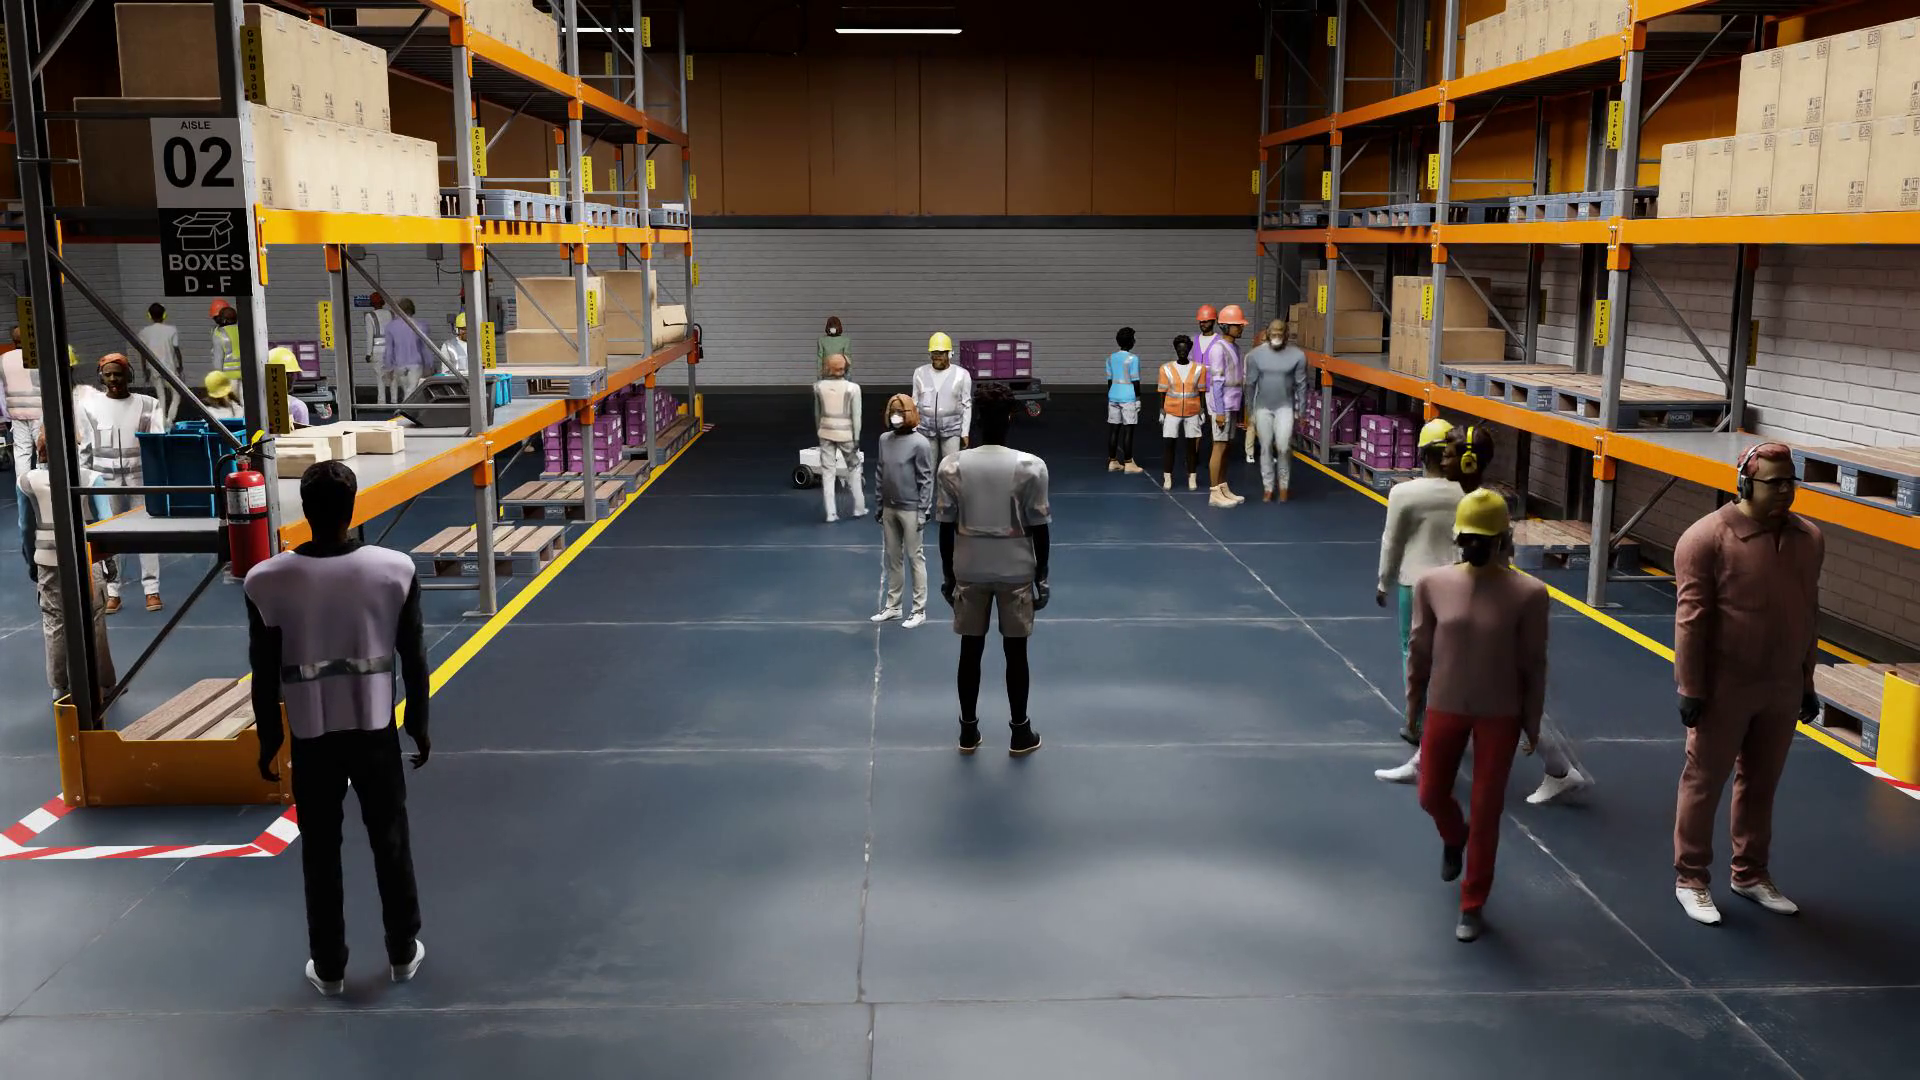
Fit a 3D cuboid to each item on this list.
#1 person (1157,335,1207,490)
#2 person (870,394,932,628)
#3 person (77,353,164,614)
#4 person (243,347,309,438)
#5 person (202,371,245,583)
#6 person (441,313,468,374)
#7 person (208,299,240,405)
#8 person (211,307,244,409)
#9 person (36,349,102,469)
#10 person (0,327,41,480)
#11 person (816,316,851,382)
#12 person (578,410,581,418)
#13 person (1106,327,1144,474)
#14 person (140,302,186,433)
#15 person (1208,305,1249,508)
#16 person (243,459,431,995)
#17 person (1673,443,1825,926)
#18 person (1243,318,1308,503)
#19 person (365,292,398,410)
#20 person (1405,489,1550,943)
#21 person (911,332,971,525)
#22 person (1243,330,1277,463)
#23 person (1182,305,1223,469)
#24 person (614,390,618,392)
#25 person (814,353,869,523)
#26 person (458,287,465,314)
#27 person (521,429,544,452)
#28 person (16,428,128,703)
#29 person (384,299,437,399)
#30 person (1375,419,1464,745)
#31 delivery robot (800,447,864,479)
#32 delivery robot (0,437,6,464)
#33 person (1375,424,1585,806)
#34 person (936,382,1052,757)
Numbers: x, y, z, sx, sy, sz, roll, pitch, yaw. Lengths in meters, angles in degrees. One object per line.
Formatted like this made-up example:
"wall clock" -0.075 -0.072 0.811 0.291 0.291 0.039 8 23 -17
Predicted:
"person" 2.396 -1.370 17.971 0.536 1.690 0.322 1 10 3
"person" -0.411 -0.208 11.634 0.503 1.636 0.277 9 14 42
"person" -6.056 -0.407 12.056 0.572 1.883 0.356 -4 11 -23
"person" -4.873 -0.423 12.019 0.588 1.927 0.370 4 11 22
"person" -5.709 -0.490 13.052 0.352 1.699 0.550 1 10 4
"person" -5.953 -1.830 20.119 0.600 1.832 0.404 -6 12 -30
"person" -9.656 -2.199 21.918 0.543 1.927 0.384 5 11 24
"person" -9.489 -2.121 21.725 0.429 1.839 0.633 6 12 28
"person" -6.798 -0.530 12.662 0.611 1.904 0.638 4 11 20
"person" -9.390 -1.248 16.855 0.621 1.845 0.429 0 10 2
"person" -1.784 -2.342 23.528 0.499 1.633 0.280 1 10 6
"person" -5.594 -2.467 23.365 0.625 1.943 0.926 1 10 8
"person" 1.912 -1.620 19.328 0.320 1.698 0.531 -8 13 -36
"person" -10.900 -2.315 22.757 0.563 1.854 0.428 -2 10 -12
"person" 2.734 -1.358 16.908 0.371 2.043 0.609 5 11 25
"person" -2.197 0.673 5.940 0.597 1.916 0.371 -5 11 -24
"person" 3.131 0.564 6.582 0.641 1.908 0.407 -3 11 -15
"person" 3.223 -1.318 17.065 0.634 1.914 0.599 3 11 18
"person" -9.244 -3.017 26.588 0.354 1.886 0.572 7 12 33
"person" 2.022 0.652 6.518 0.539 1.752 0.538 5 11 26
"person" -0.191 -1.040 15.716 0.586 1.835 0.403 2 10 9
"person" 3.678 -1.742 20.222 0.491 1.626 0.282 -2 10 -11
"person" 2.914 -1.814 19.740 0.545 1.938 0.357 6 12 32
"person" -5.105 -2.578 24.178 0.601 1.877 0.655 -4 11 -23
"person" -1.140 -0.987 16.033 0.524 1.618 0.657 3 11 16
"person" -8.302 -3.338 28.216 0.342 1.942 0.552 4 11 19
"person" -5.431 -2.038 21.299 0.618 1.836 0.430 -6 12 -31
"person" -5.185 0.139 9.693 0.514 1.640 0.309 -1 10 -6
"person" -7.740 -2.447 23.441 0.636 1.888 1.035 1 10 5
"person" 2.520 0.231 8.873 0.557 1.748 0.405 -1 10 -5
"delivery robot" -1.392 -0.866 18.047 0.707 0.478 0.477 7 12 34
"delivery robot" -11.443 -1.077 19.224 0.707 0.478 0.477 0 10 2
"person" 2.560 0.361 7.983 0.952 1.829 0.493 4 11 19
"person" 0.181 0.159 8.666 0.607 1.966 0.367 2 10 13
